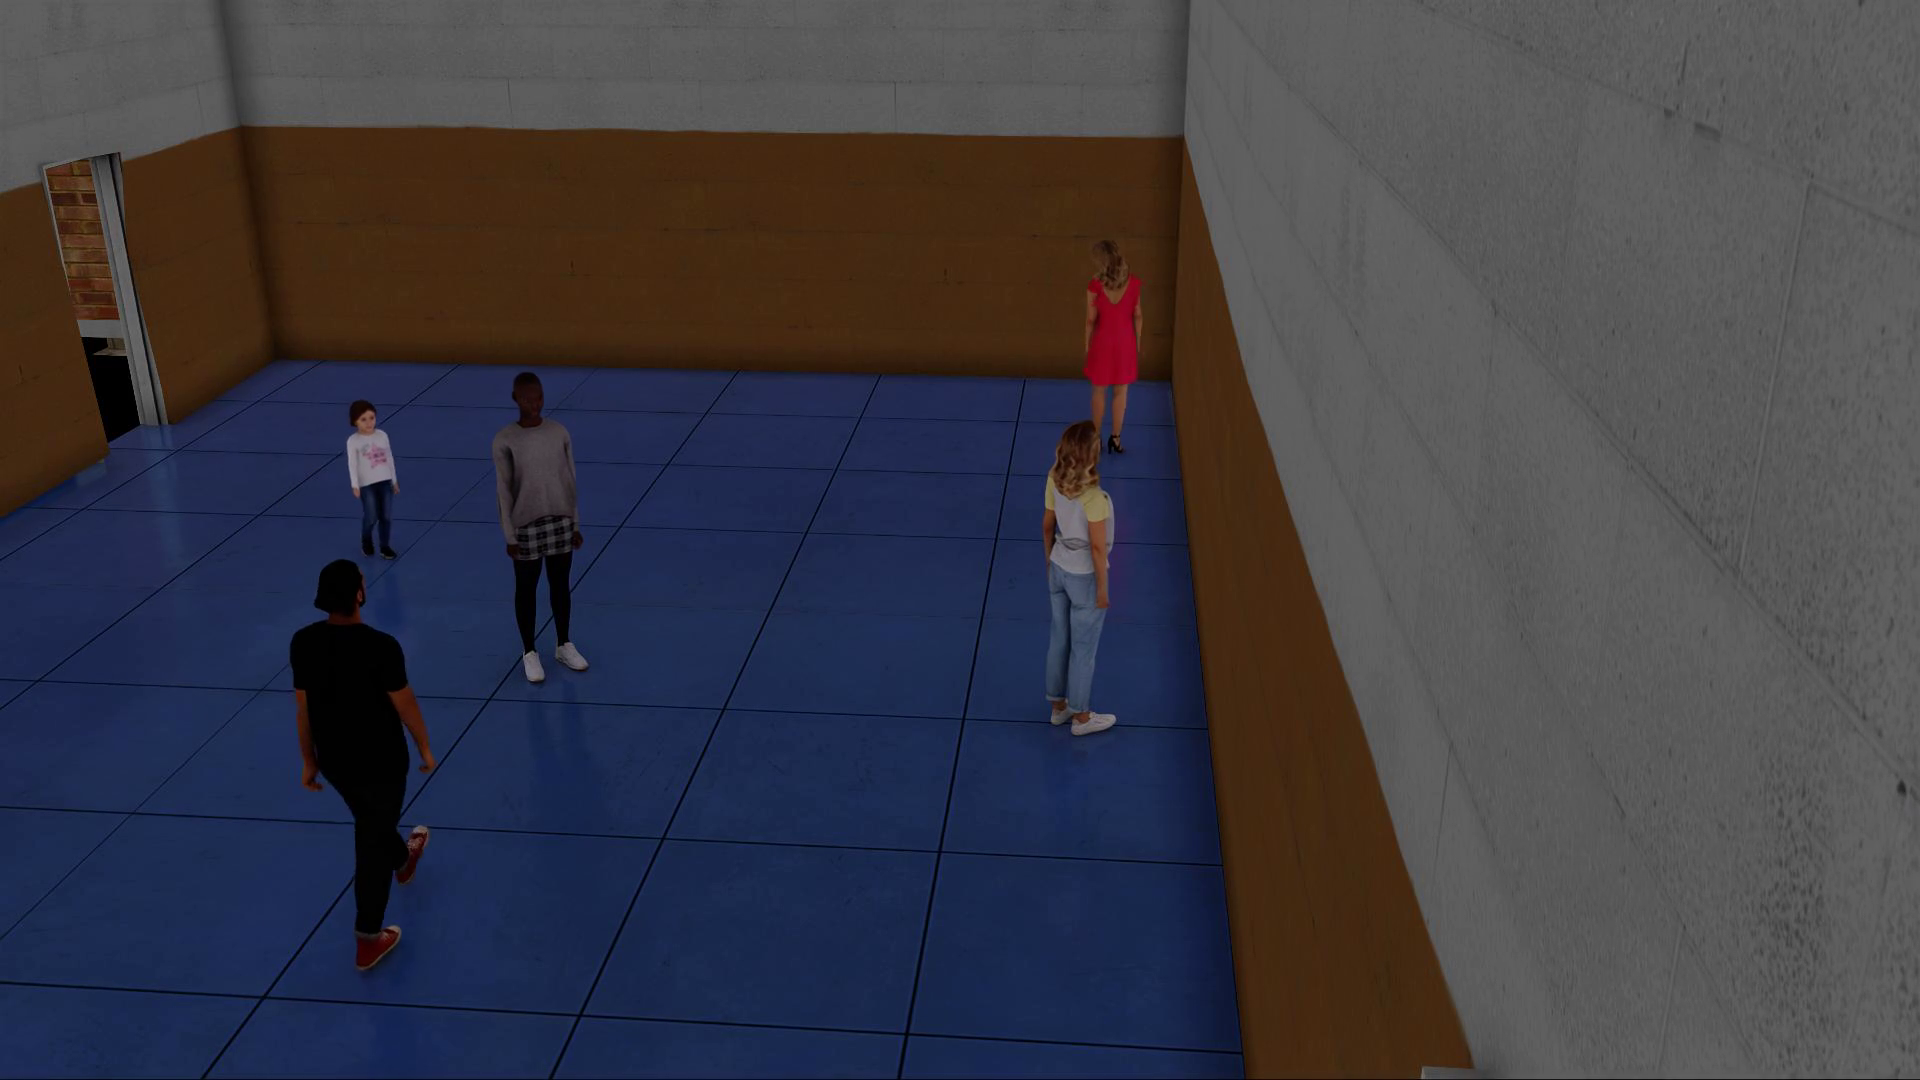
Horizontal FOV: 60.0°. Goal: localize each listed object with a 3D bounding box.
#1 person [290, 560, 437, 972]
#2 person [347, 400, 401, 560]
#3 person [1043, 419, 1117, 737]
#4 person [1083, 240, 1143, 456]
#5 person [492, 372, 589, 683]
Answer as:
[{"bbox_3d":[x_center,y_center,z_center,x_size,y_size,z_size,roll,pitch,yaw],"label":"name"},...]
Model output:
[{"bbox_3d":[-2.497,0.960,6.846,1.055,1.720,0.792,4,22,10],"label":"person"},{"bbox_3d":[-3.931,-0.414,11.090,0.549,1.104,0.608,-20,29,-41],"label":"person"},{"bbox_3d":[0.609,0.198,8.716,0.751,1.722,0.708,-15,26,-33],"label":"person"},{"bbox_3d":[1.204,-1.497,12.973,0.495,1.710,0.663,7,23,16],"label":"person"},{"bbox_3d":[-2.374,-0.089,9.382,0.678,1.774,0.756,-15,26,-32],"label":"person"}]
